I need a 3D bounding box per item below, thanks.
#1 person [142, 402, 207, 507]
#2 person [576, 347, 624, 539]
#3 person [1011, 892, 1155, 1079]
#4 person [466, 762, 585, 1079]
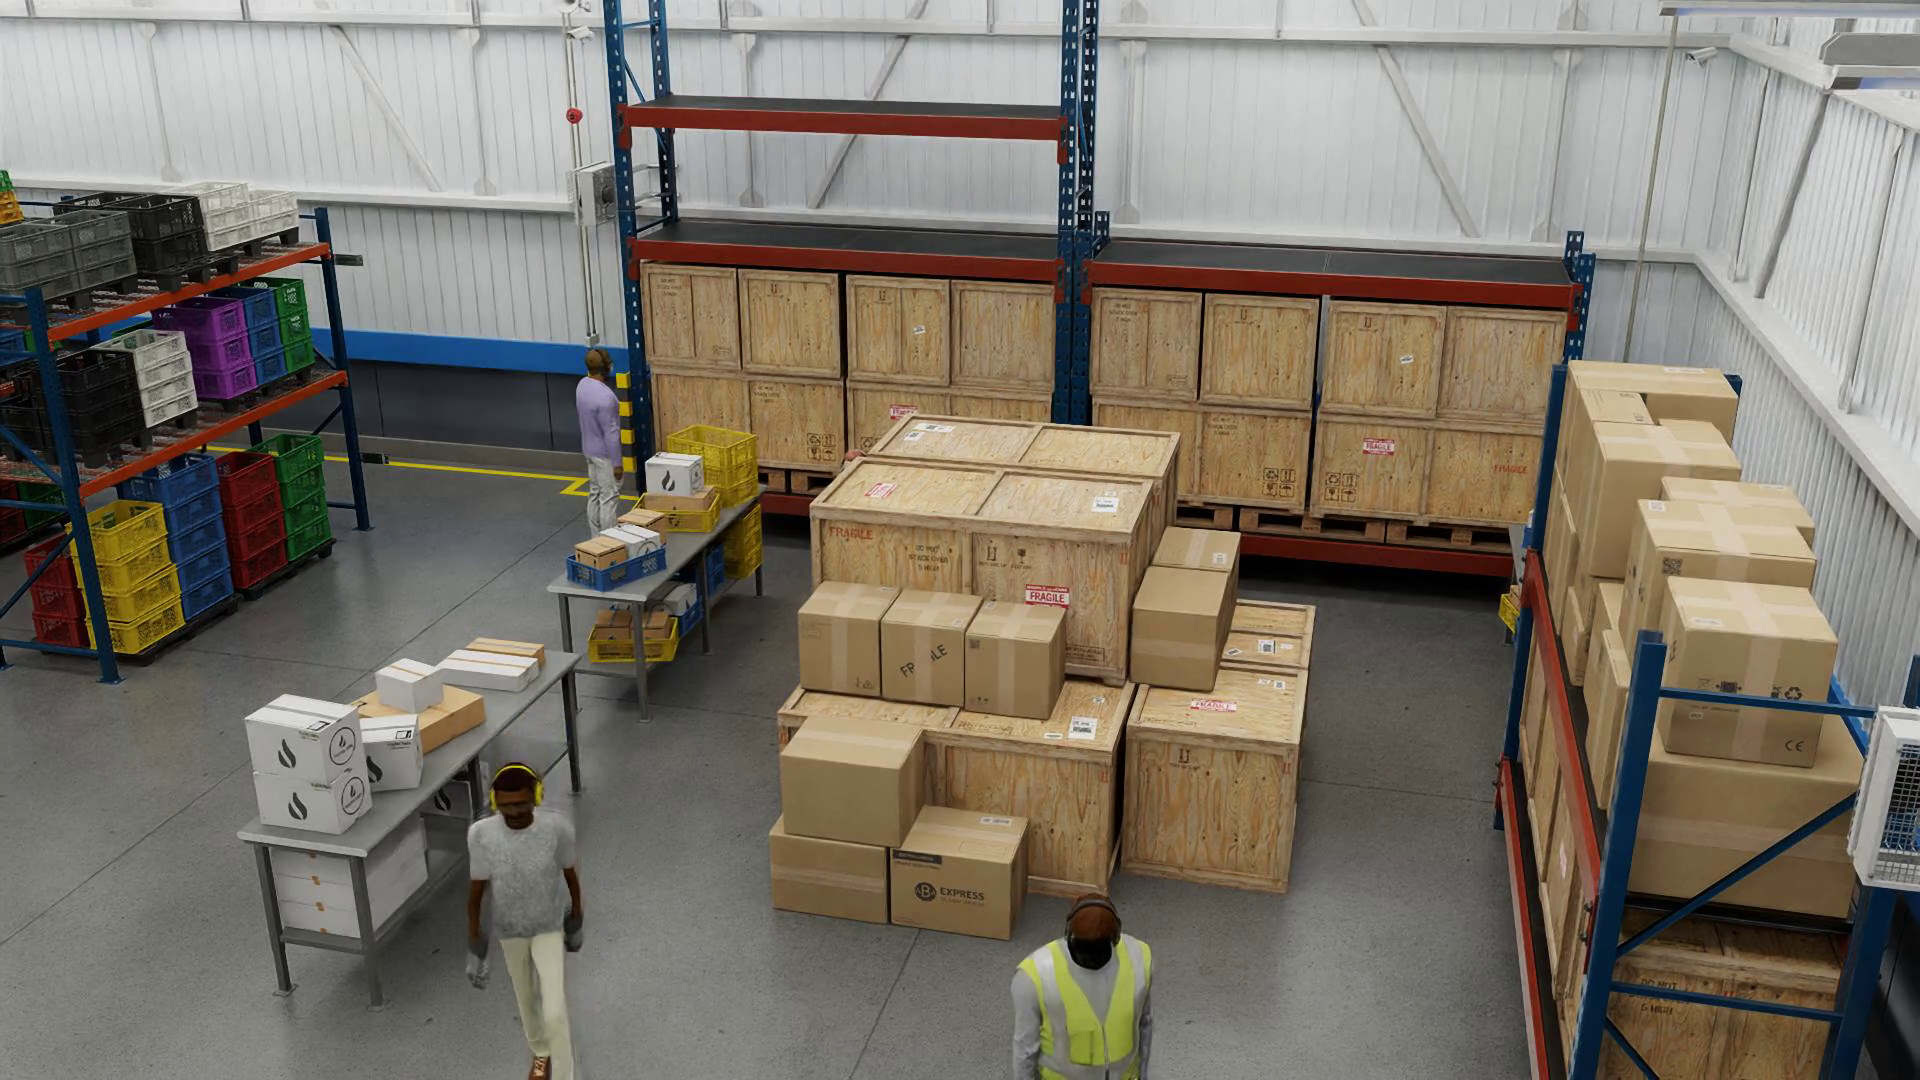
[{"bbox_3d":[-7.187,-0.922,15.177,0.572,1.883,0.355,-6,22,-15],"label":"person"},{"bbox_3d":[-3.131,-0.752,14.655,0.363,1.939,0.636,-14,25,-32],"label":"person"},{"bbox_3d":[0.522,2.265,6.906,0.624,1.838,0.430,-7,22,-18],"label":"person"},{"bbox_3d":[-2.049,1.913,7.823,0.523,1.843,0.800,-2,21,-5],"label":"person"}]
